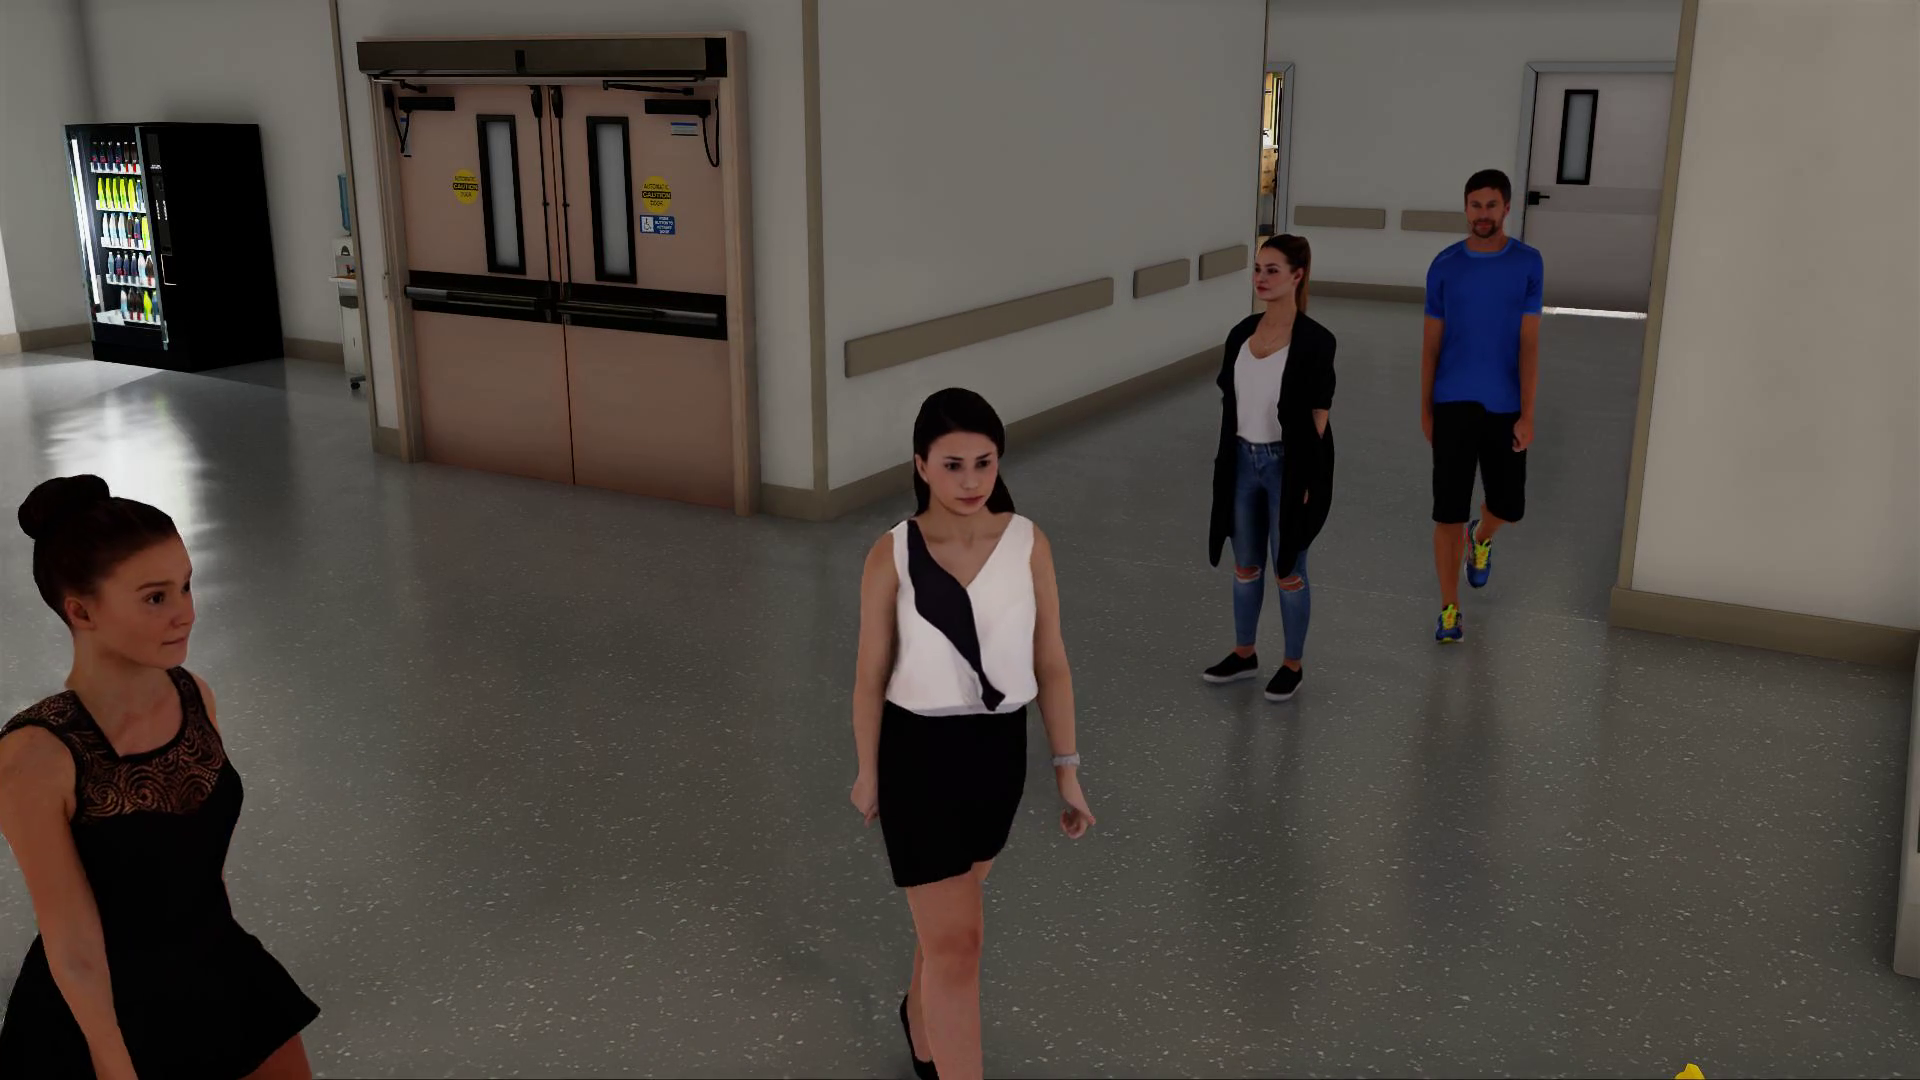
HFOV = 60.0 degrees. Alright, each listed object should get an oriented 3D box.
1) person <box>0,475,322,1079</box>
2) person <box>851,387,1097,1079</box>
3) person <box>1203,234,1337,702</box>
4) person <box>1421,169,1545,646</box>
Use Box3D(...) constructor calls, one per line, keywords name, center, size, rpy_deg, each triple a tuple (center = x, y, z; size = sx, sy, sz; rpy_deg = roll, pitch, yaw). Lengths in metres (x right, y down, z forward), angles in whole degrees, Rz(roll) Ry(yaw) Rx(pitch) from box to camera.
Box3D(name="person", center=(-1.317, 0.721, 2.564), size=(0.671, 1.669, 0.609), rpy_deg=(6, 17, 21))
Box3D(name="person", center=(-0.036, 0.482, 3.516), size=(0.921, 1.612, 1.074), rpy_deg=(-8, 17, -25))
Box3D(name="person", center=(1.138, -0.257, 6.007), size=(0.579, 1.683, 0.743), rpy_deg=(15, 21, 42))
Box3D(name="person", center=(2.108, -0.545, 6.724), size=(1.135, 1.848, 0.893), rpy_deg=(4, 16, 14))
